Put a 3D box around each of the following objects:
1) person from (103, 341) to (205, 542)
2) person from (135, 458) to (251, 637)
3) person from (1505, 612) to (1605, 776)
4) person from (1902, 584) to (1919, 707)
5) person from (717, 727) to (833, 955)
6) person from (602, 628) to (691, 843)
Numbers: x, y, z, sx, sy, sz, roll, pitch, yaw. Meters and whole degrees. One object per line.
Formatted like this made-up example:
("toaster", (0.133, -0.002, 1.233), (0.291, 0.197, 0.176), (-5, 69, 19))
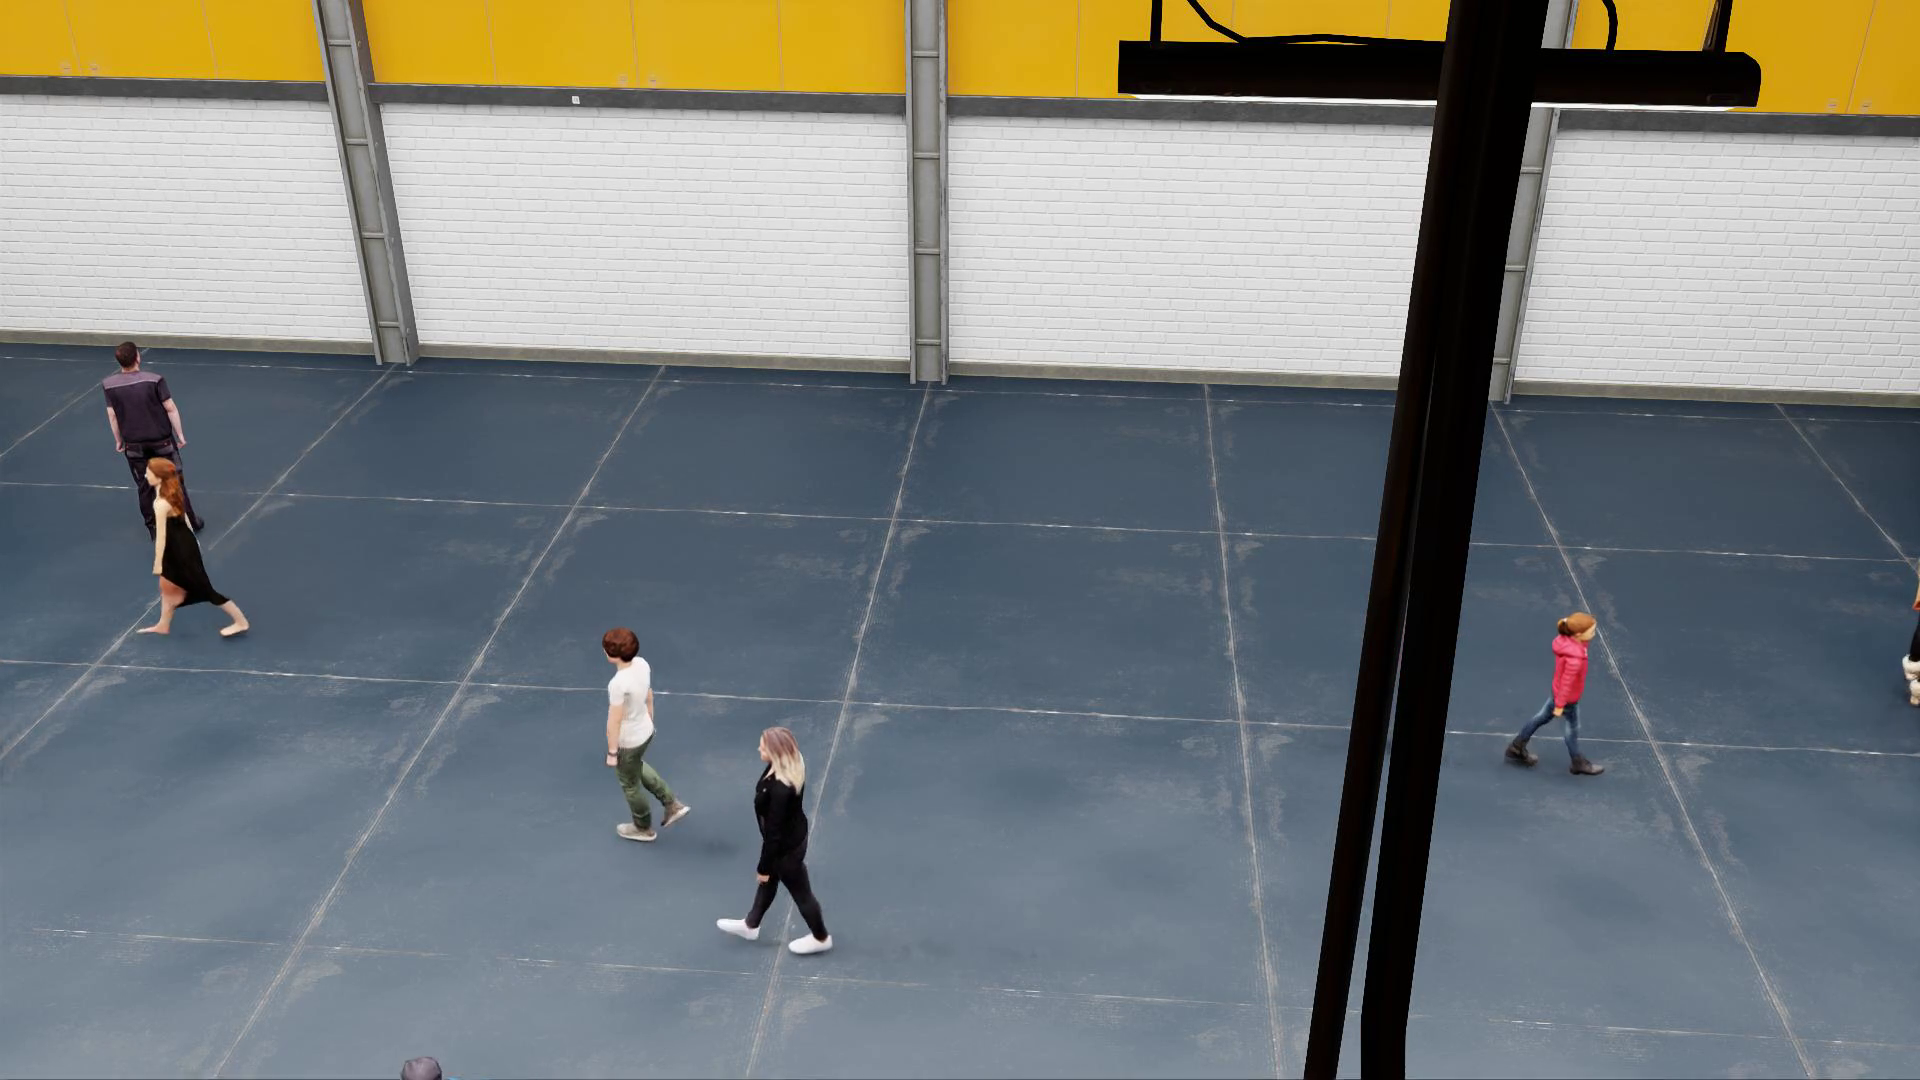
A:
("person", (-7.144, -0.873, 14.650), (0.649, 1.845, 0.852), (-6, 29, -11))
("person", (-6.056, 0.106, 13.137), (1.167, 1.575, 0.841), (-7, 29, -12))
("person", (4.165, 1.075, 11.662), (0.921, 1.286, 0.607), (7, 29, 12))
("person", (7.325, 0.497, 12.353), (0.867, 1.640, 0.890), (23, 36, 35))
("person", (-0.947, 1.822, 9.898), (0.958, 1.665, 0.685), (1, 29, 1))
("person", (-2.073, 1.306, 10.866), (0.779, 1.643, 0.629), (7, 29, 12))
